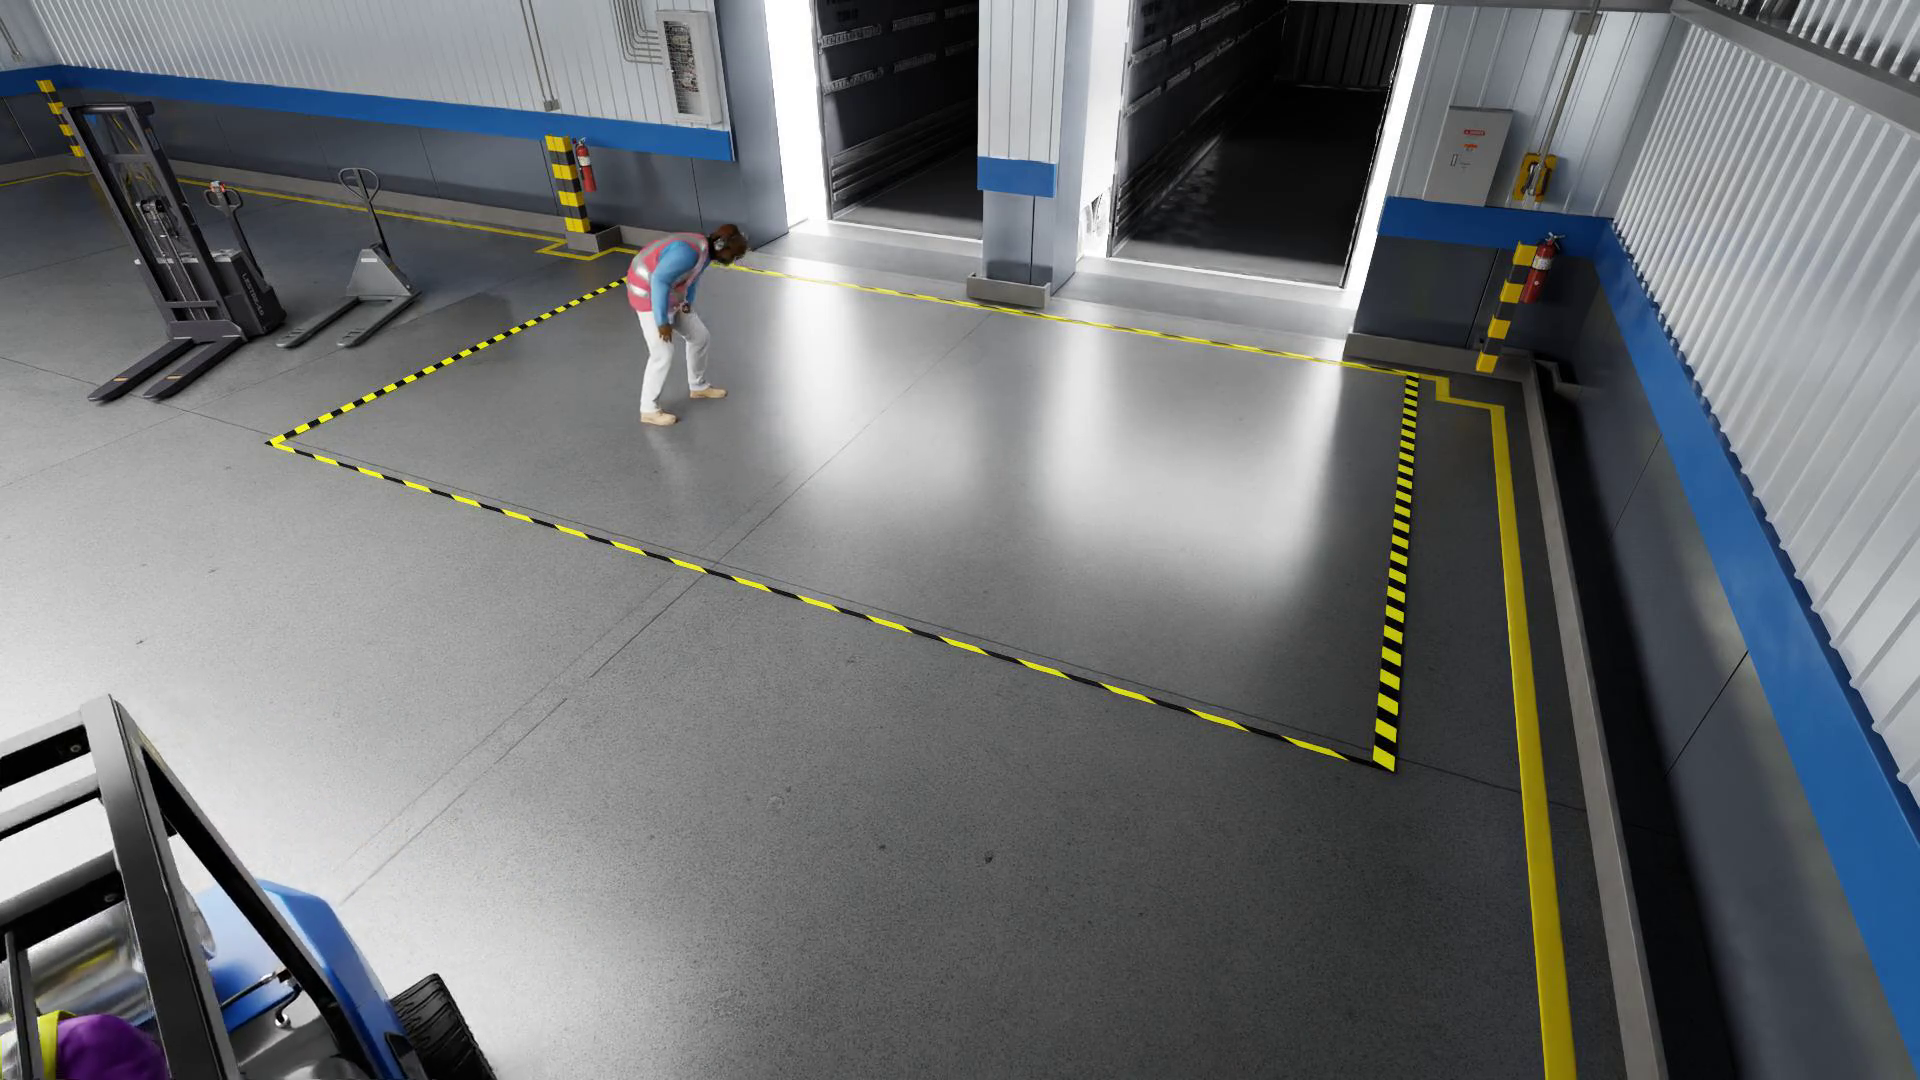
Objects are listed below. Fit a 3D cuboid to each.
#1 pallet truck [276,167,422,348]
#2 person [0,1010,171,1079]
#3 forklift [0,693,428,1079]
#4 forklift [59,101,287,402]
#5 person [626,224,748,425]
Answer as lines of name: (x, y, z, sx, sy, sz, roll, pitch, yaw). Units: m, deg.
pallet truck: (-5.732, -2.611, 8.414, 0.680, 1.201, 1.601, -1, 35, -1)
person: (-1.429, 1.380, 1.409, 0.635, 1.294, 1.002, -29, 44, -35)
forklift: (-1.465, 1.506, 1.556, 1.157, 2.036, 2.680, -29, 44, -35)
forklift: (-6.686, -2.387, 7.434, 0.823, 1.965, 1.885, -3, 35, -5)
person: (-1.995, -1.626, 6.890, 0.870, 1.401, 0.880, 3, 35, 4)
